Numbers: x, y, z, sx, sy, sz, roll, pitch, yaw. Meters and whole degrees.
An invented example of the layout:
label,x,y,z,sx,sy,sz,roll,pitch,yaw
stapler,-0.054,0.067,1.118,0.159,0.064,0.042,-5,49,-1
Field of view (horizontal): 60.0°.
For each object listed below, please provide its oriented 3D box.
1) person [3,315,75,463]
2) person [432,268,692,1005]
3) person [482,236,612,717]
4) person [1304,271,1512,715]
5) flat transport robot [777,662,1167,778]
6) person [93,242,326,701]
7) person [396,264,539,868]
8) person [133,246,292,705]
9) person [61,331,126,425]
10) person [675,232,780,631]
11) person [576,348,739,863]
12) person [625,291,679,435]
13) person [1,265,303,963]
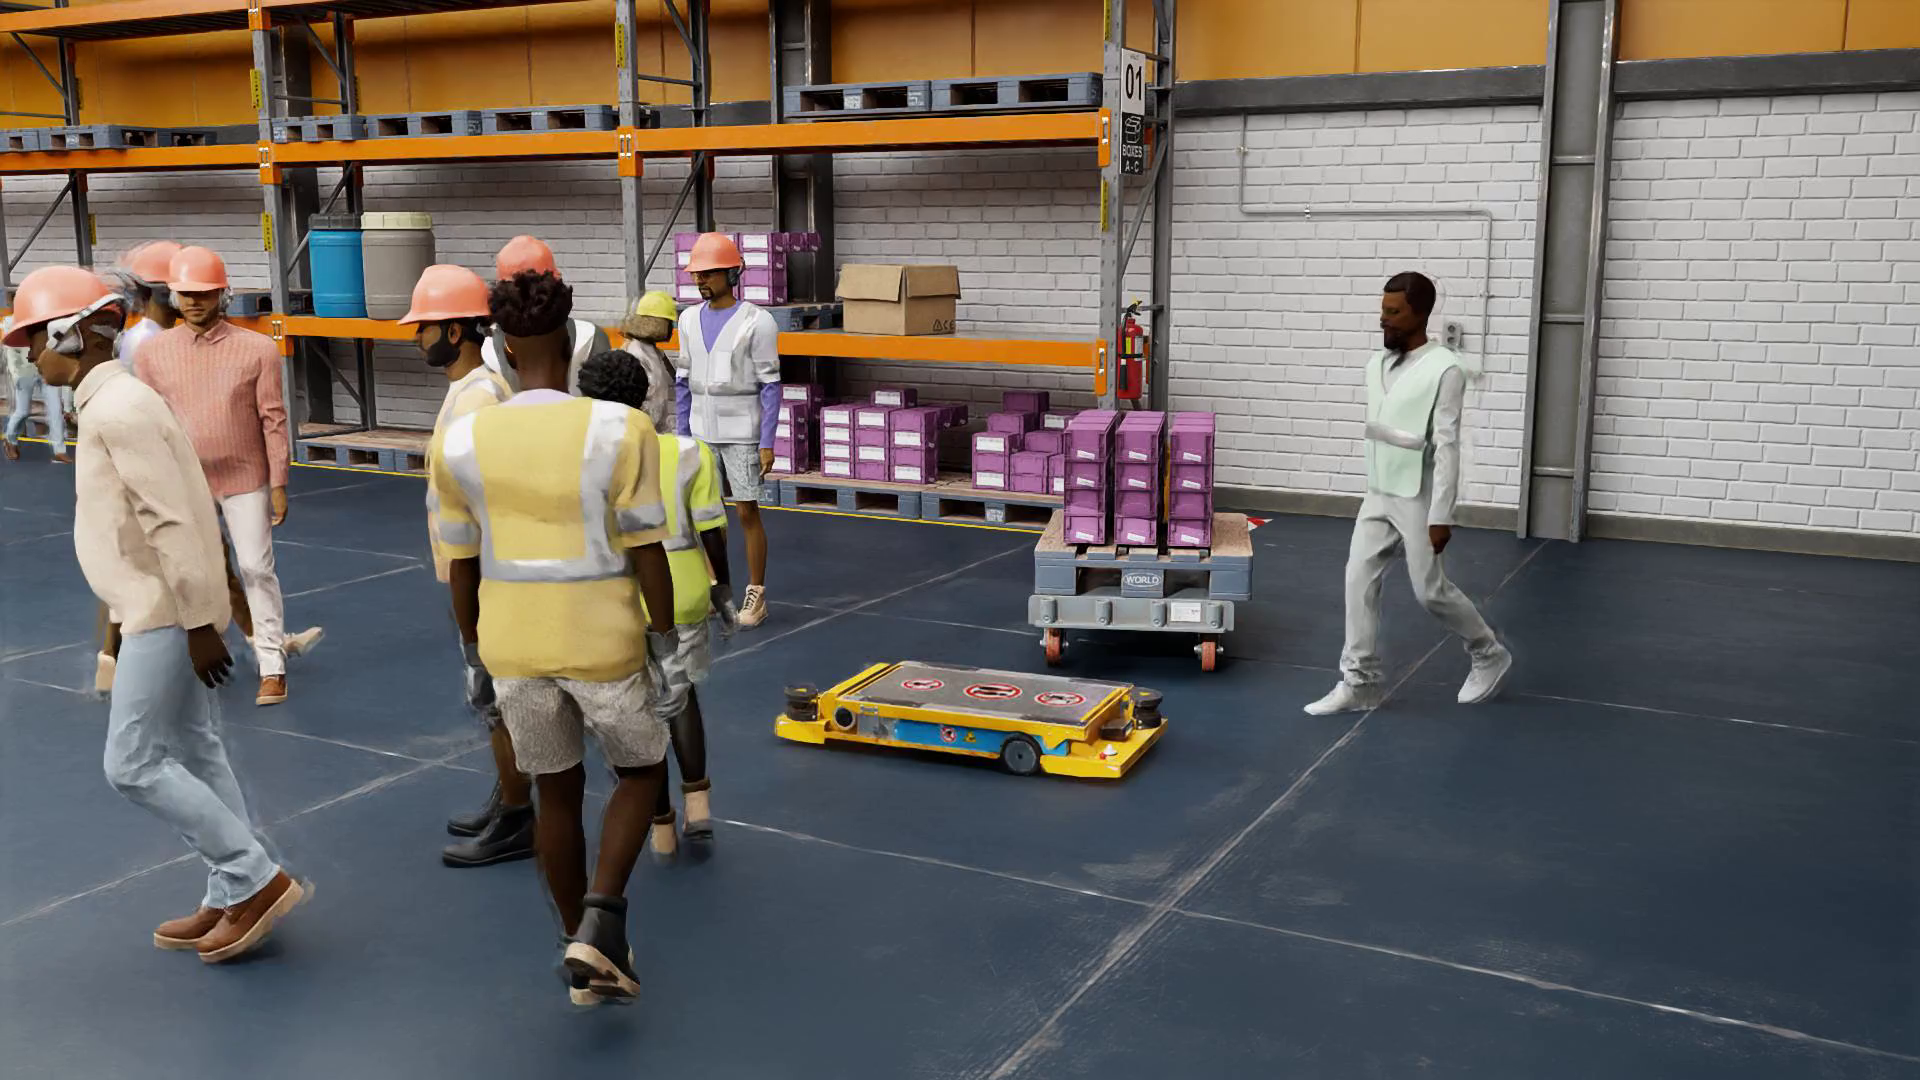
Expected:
label,x,y,z,sx,sy,sz,roll,pitch,yaw
person,-8.343,-1.492,14.939,0.755,1.603,0.497,7,12,32
person,-1.024,0.279,4.308,0.645,1.941,0.484,1,10,6
person,-1.752,-0.249,6.992,0.616,2.028,0.409,-1,10,-7
person,1.951,-0.190,7.047,0.910,1.890,0.599,-4,11,-21
flat transport robot,0.051,0.690,6.645,1.431,0.197,0.652,4,11,22
person,-3.404,-0.306,7.370,1.004,1.989,0.622,-5,11,-24
person,-1.578,0.089,5.371,0.373,1.934,0.551,-3,11,-15
person,-3.182,-0.251,7.118,0.610,1.986,0.407,-2,11,-12
person,-6.216,-1.006,12.059,0.947,1.687,0.494,7,12,32
person,-1.221,-0.545,8.554,0.613,2.041,0.393,6,12,28
person,-1.011,0.220,5.371,0.577,1.665,0.372,-3,11,-17
person,-1.700,-0.519,9.282,0.577,1.710,0.506,1,10,3
person,-2.269,0.220,4.615,0.565,1.947,0.648,-5,12,-26
